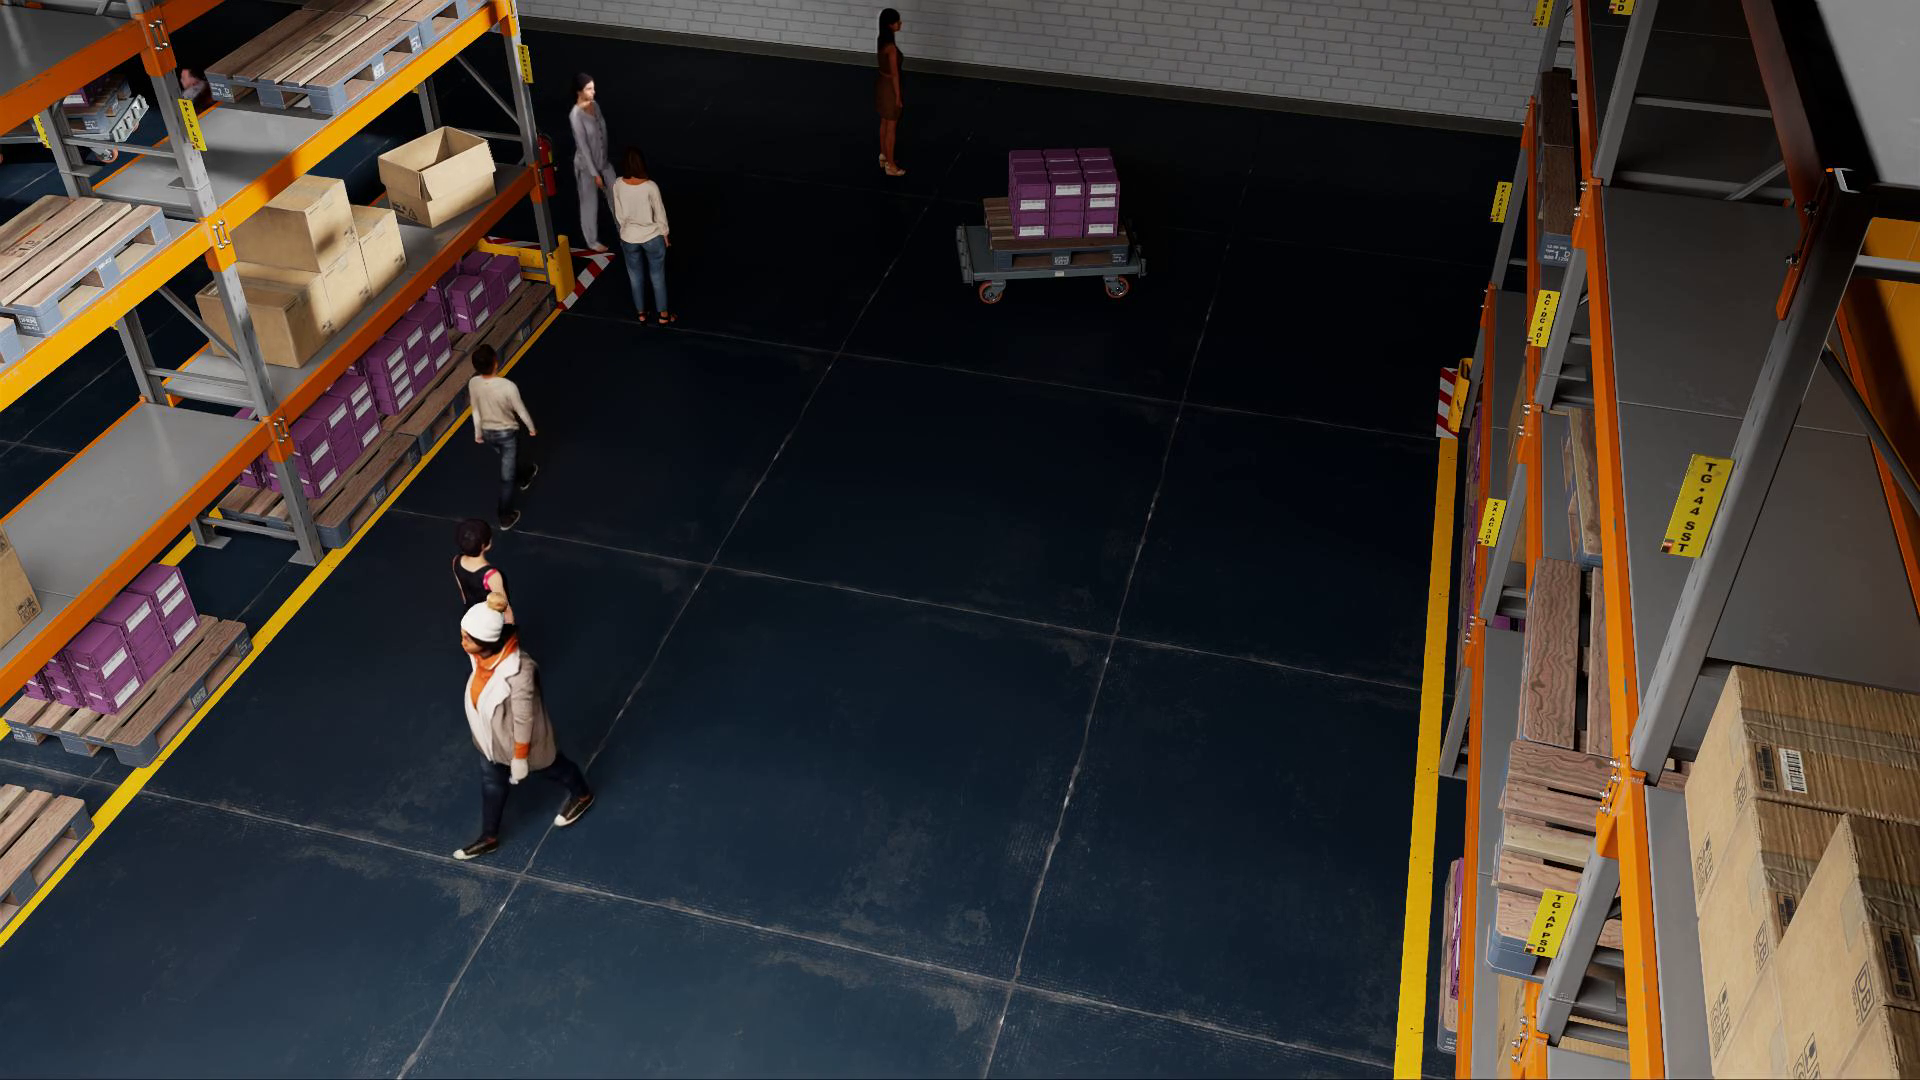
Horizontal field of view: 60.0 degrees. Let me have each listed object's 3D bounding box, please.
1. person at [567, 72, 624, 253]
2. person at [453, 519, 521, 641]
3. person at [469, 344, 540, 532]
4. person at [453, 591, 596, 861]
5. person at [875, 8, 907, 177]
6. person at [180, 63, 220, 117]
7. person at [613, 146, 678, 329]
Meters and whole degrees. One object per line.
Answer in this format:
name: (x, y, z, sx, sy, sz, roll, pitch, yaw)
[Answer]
person: (-3.458, -3.440, 15.276, 0.769, 1.753, 0.822, 18, 42, 21)
person: (-2.979, 0.508, 10.495, 0.595, 1.551, 0.592, 20, 43, 23)
person: (-3.369, -0.722, 12.134, 0.573, 1.428, 0.957, 9, 39, 10)
person: (-2.479, 1.025, 9.611, 1.031, 1.845, 1.256, 28, 46, 31)
person: (-0.699, -4.488, 16.640, 0.707, 1.688, 0.606, -11, 40, -13)
person: (-6.732, -3.537, 15.335, 0.905, 1.832, 0.817, -12, 40, -14)
person: (-2.720, -2.594, 14.274, 0.608, 1.683, 0.525, 9, 39, 11)
